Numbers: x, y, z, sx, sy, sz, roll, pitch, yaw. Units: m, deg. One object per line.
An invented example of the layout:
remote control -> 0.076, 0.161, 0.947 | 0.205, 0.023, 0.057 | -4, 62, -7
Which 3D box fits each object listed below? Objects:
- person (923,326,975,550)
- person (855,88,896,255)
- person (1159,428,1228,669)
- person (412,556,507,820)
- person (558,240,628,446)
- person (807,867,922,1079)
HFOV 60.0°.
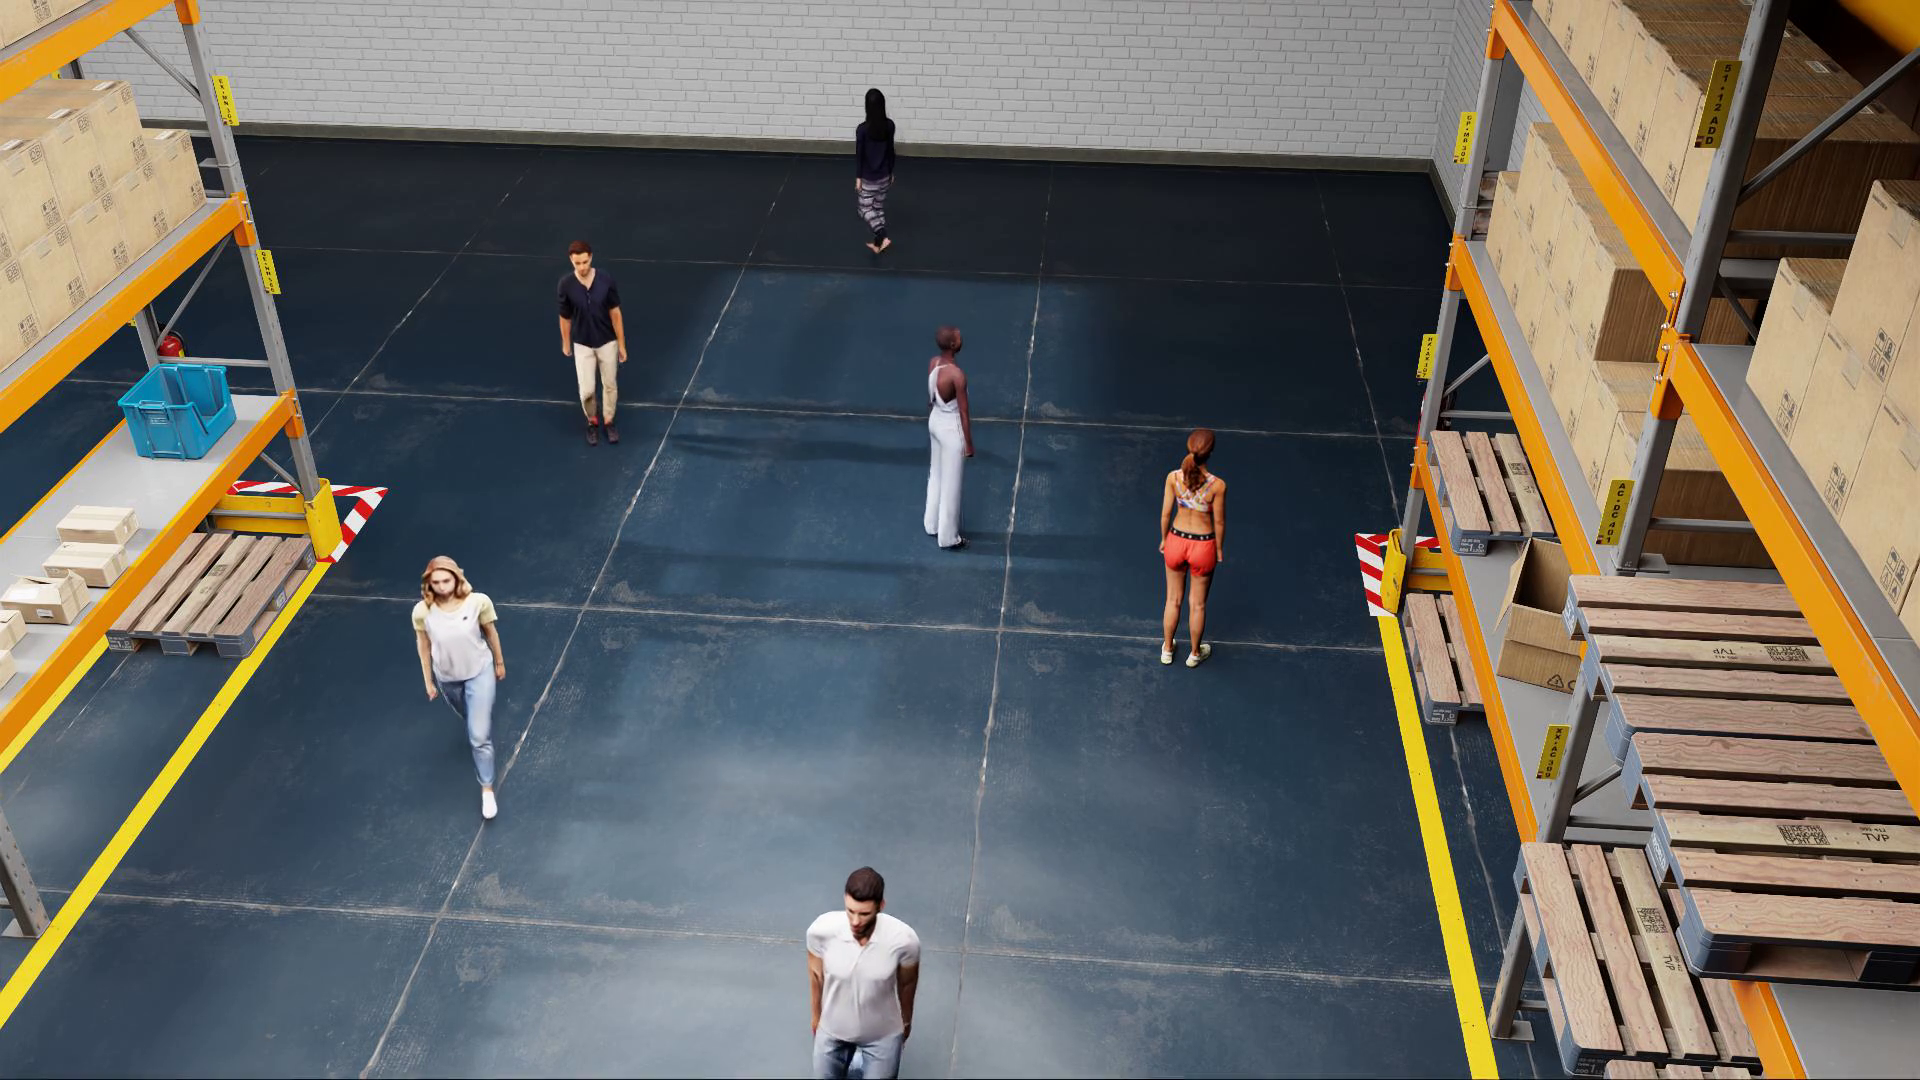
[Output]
person -> -0.093, -0.751, 12.224 | 0.728, 1.783, 0.642 | -17, 37, -24
person -> -0.815, -3.626, 16.605 | 0.811, 1.722, 0.877 | -21, 39, -28
person -> 1.524, 0.062, 10.994 | 0.648, 1.790, 0.633 | 12, 35, 17
person -> -2.997, 0.771, 10.027 | 0.890, 1.680, 1.241 | -7, 34, -11
person -> -2.971, -1.647, 13.534 | 0.747, 1.826, 0.768 | -11, 35, -15
person -> -0.440, 2.176, 7.760 | 0.724, 1.850, 0.862 | 6, 34, 9
